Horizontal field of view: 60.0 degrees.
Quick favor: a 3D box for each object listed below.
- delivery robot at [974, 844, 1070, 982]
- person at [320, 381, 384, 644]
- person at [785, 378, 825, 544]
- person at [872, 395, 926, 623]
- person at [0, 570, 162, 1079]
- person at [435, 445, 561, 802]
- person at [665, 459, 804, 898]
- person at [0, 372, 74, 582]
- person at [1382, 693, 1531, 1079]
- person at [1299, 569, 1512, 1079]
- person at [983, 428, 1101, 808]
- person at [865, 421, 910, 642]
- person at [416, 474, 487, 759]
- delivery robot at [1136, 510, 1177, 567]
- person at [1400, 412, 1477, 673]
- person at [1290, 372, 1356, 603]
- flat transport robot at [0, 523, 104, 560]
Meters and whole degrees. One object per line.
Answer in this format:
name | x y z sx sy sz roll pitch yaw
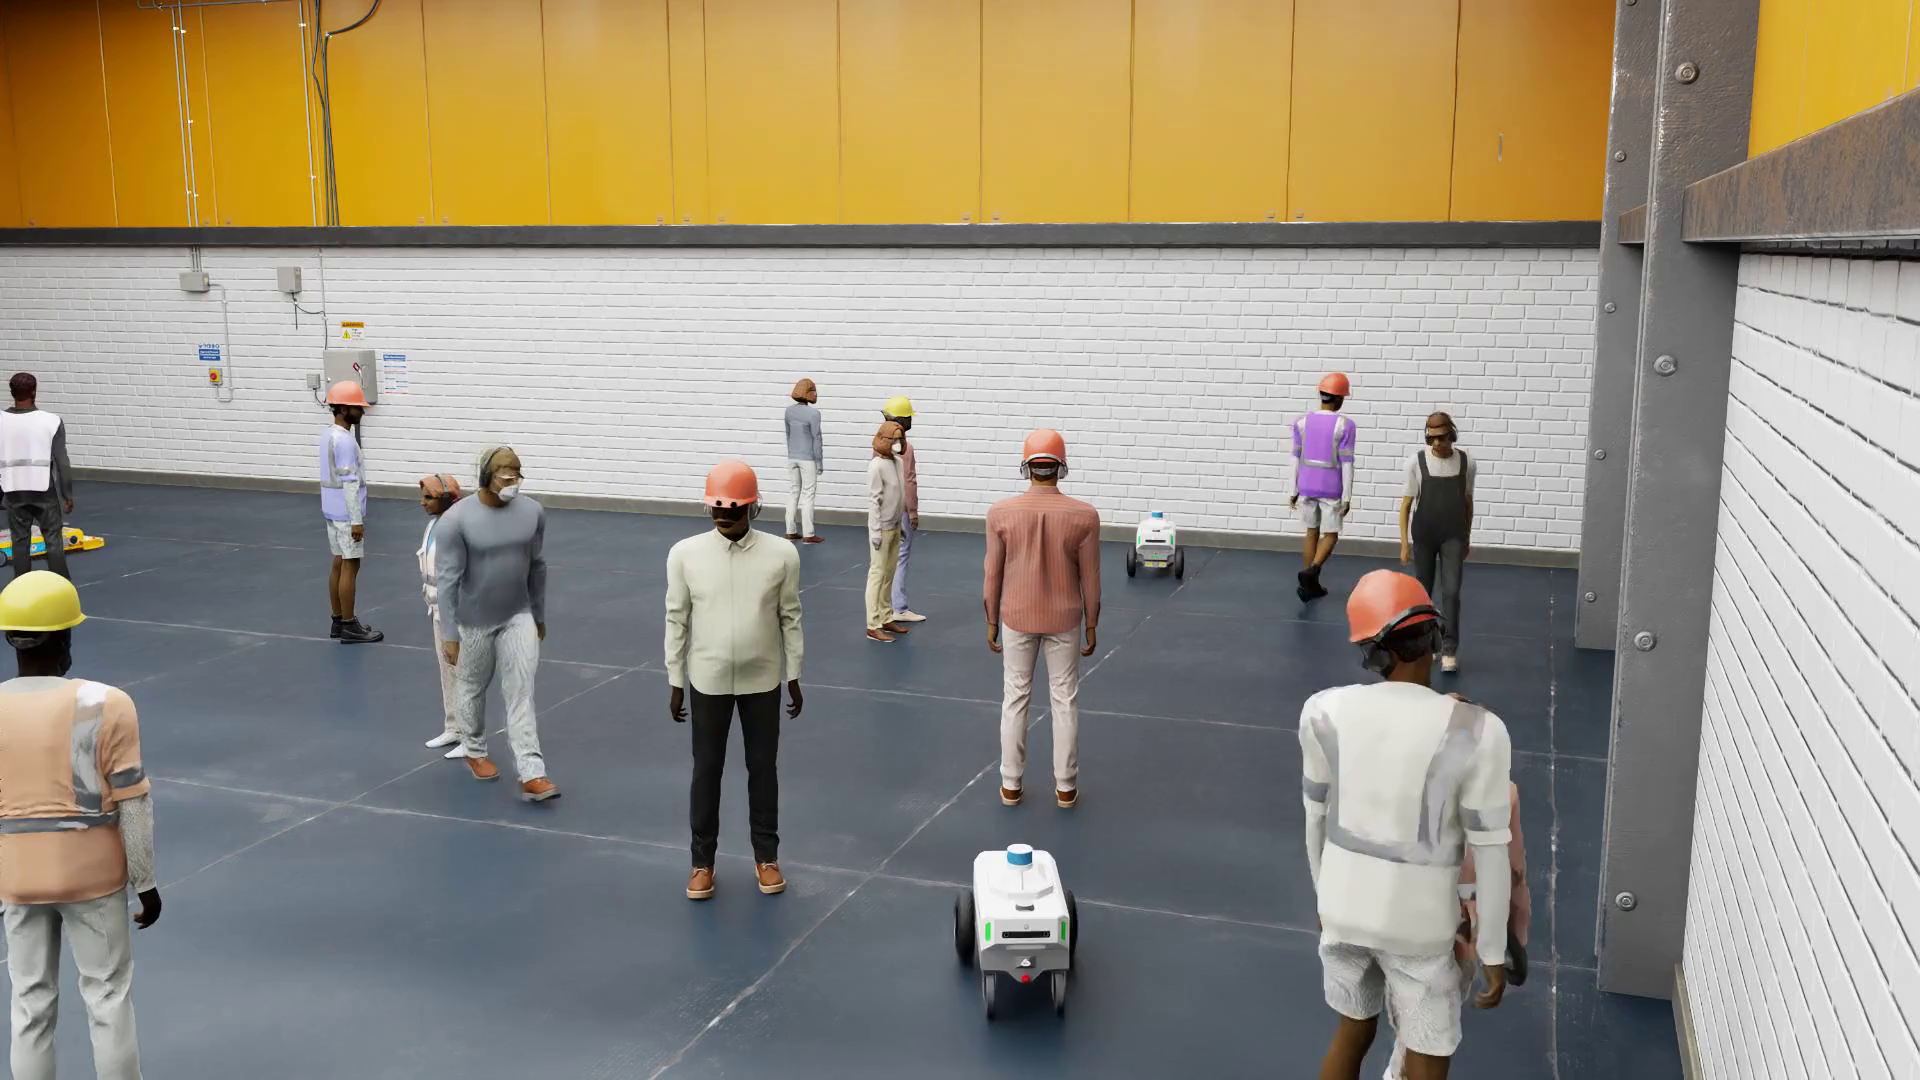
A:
delivery robot | 0.236 1.448 6.582 0.477 0.478 0.707 0 10 -2
person | -4.503 -0.206 12.280 0.375 1.933 0.550 -7 12 -34
person | -1.531 -0.775 16.357 0.499 1.624 0.281 9 13 41
person | -0.481 -0.243 12.960 0.312 1.767 0.533 -7 12 -34
person | -2.823 1.049 5.227 0.585 1.928 0.379 -1 10 -6
person | -2.458 0.432 8.817 0.655 1.880 0.984 -9 13 -40
person | -1.003 0.622 7.450 0.618 1.990 0.394 -2 10 -11
person | -7.462 -0.389 13.377 0.610 1.915 0.424 -3 10 -16
person | 1.482 1.227 5.175 0.539 1.591 0.902 -2 10 -9
person | 1.276 1.088 4.806 0.638 2.004 0.456 8 13 38
person | 0.427 0.410 8.671 0.614 1.987 0.407 1 10 6
person | -0.532 -0.073 12.382 0.285 1.631 0.502 4 11 22
person | -2.922 0.429 9.562 0.310 1.631 0.509 -8 13 -37
delivery robot | 1.760 -0.022 14.860 0.477 0.478 0.707 2 10 8
person | 3.275 0.011 11.421 0.528 1.796 0.808 1 10 6
person | 2.911 -0.410 13.522 0.576 1.910 0.714 7 12 35
flat transport robot | -8.860 0.049 15.528 0.652 0.197 1.431 5 11 28
